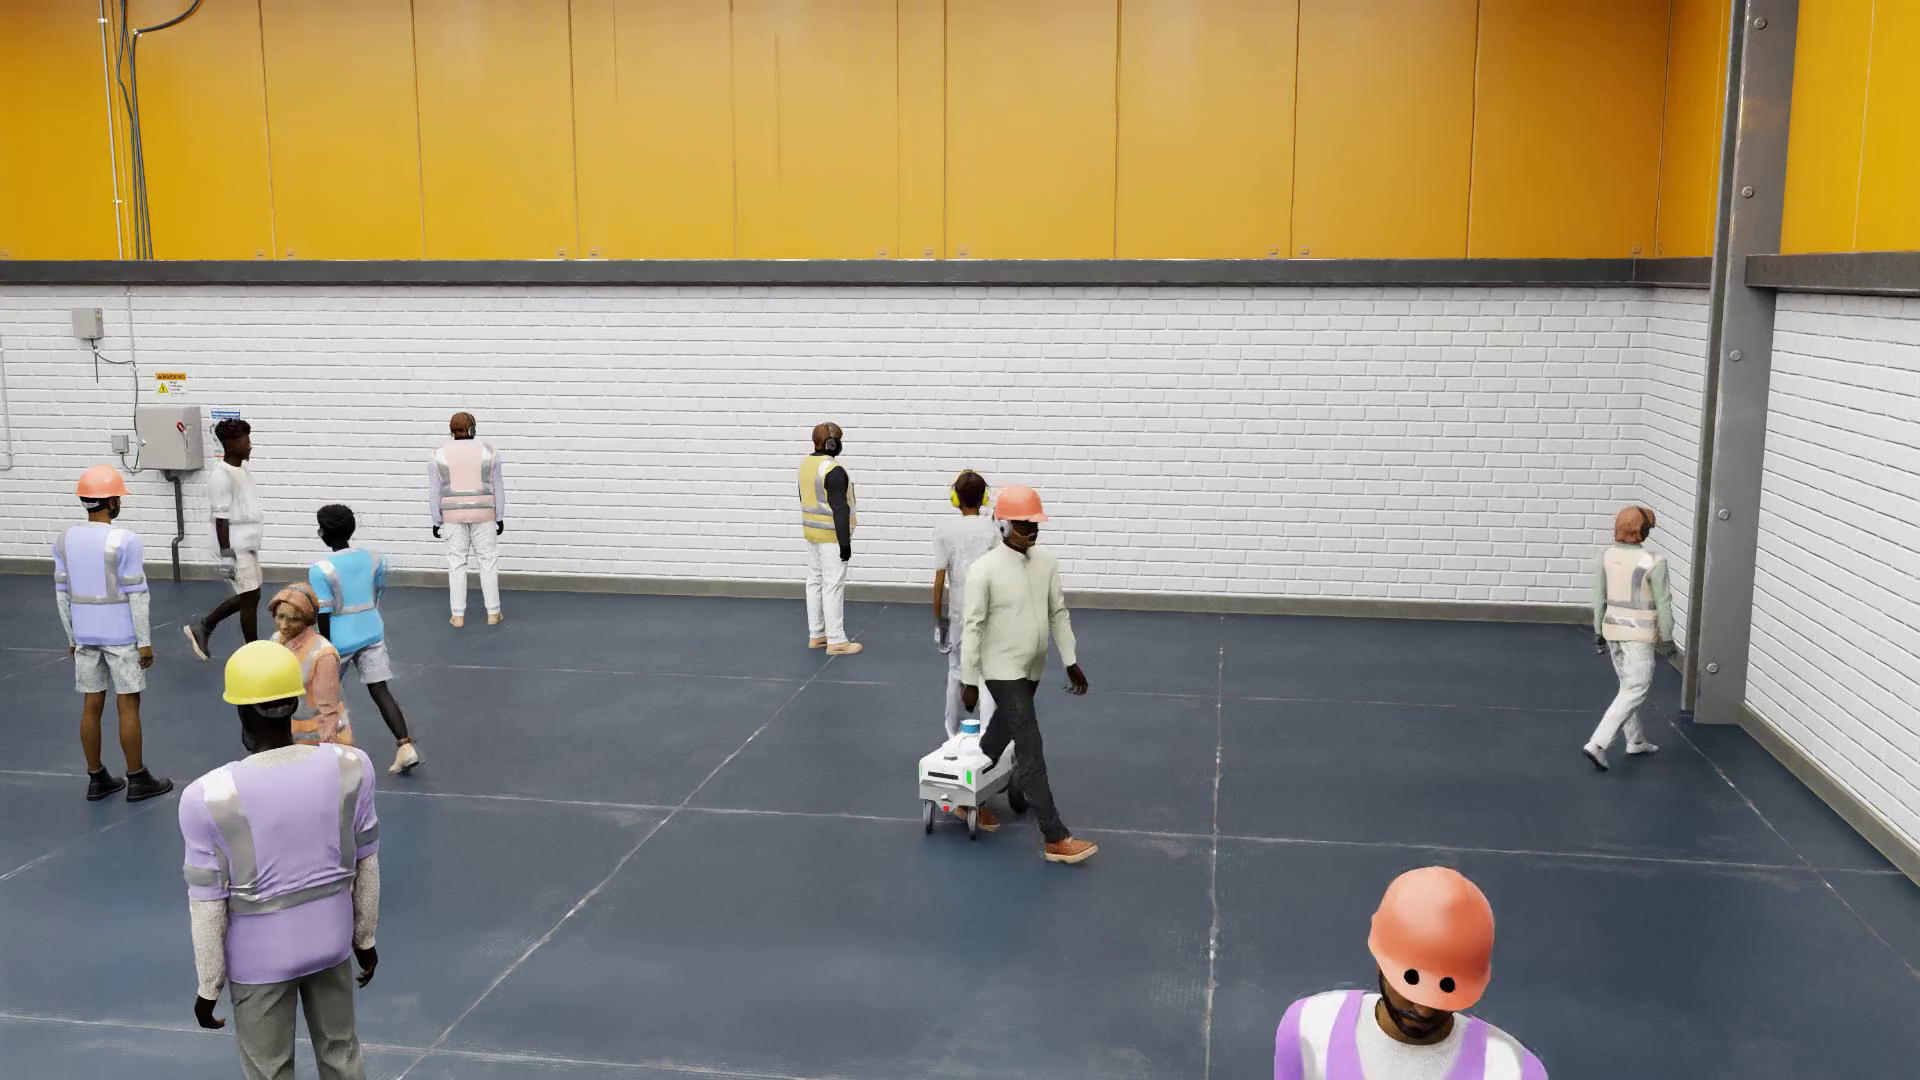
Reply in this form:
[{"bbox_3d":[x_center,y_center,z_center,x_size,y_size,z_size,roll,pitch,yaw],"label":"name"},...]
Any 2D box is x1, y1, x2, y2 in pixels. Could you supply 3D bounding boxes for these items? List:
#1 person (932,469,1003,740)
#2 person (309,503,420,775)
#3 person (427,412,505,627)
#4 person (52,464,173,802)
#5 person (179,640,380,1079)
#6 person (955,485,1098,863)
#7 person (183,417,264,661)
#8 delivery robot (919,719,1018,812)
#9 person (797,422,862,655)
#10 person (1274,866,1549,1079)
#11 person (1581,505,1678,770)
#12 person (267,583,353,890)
[{"bbox_3d":[0.096,0.476,10.259,0.540,1.819,0.976,0,9,-1],"label":"person"},{"bbox_3d":[-3.631,0.599,9.996,0.872,1.662,0.526,6,11,34],"label":"person"},{"bbox_3d":[-4.201,-0.176,14.212,0.619,1.840,0.430,-3,10,-15],"label":"person"},{"bbox_3d":[-4.859,0.535,9.512,0.547,1.938,0.377,2,9,11],"label":"person"},{"bbox_3d":[-2.068,1.254,5.110,0.362,1.928,0.587,9,13,44],"label":"person"},{"bbox_3d":[0.309,0.667,8.727,1.070,1.941,0.612,8,12,41],"label":"person"},{"bbox_3d":[-5.514,0.042,12.538,0.725,1.945,0.611,-1,9,-5],"label":"person"},{"bbox_3d":[0.061,1.234,9.165,0.477,0.478,0.707,4,10,26],"label":"delivery robot"},{"bbox_3d":[-1.034,-0.017,13.215,0.429,1.844,0.627,-6,11,-33],"label":"person"},{"bbox_3d":[0.878,1.542,3.395,0.586,1.906,0.534,4,10,25],"label":"person"},{"bbox_3d":[4.086,0.589,10.175,0.750,1.610,0.526,-4,10,-22],"label":"person"},{"bbox_3d":[-3.018,0.975,7.792,0.535,1.606,0.439,7,11,35],"label":"person"}]
